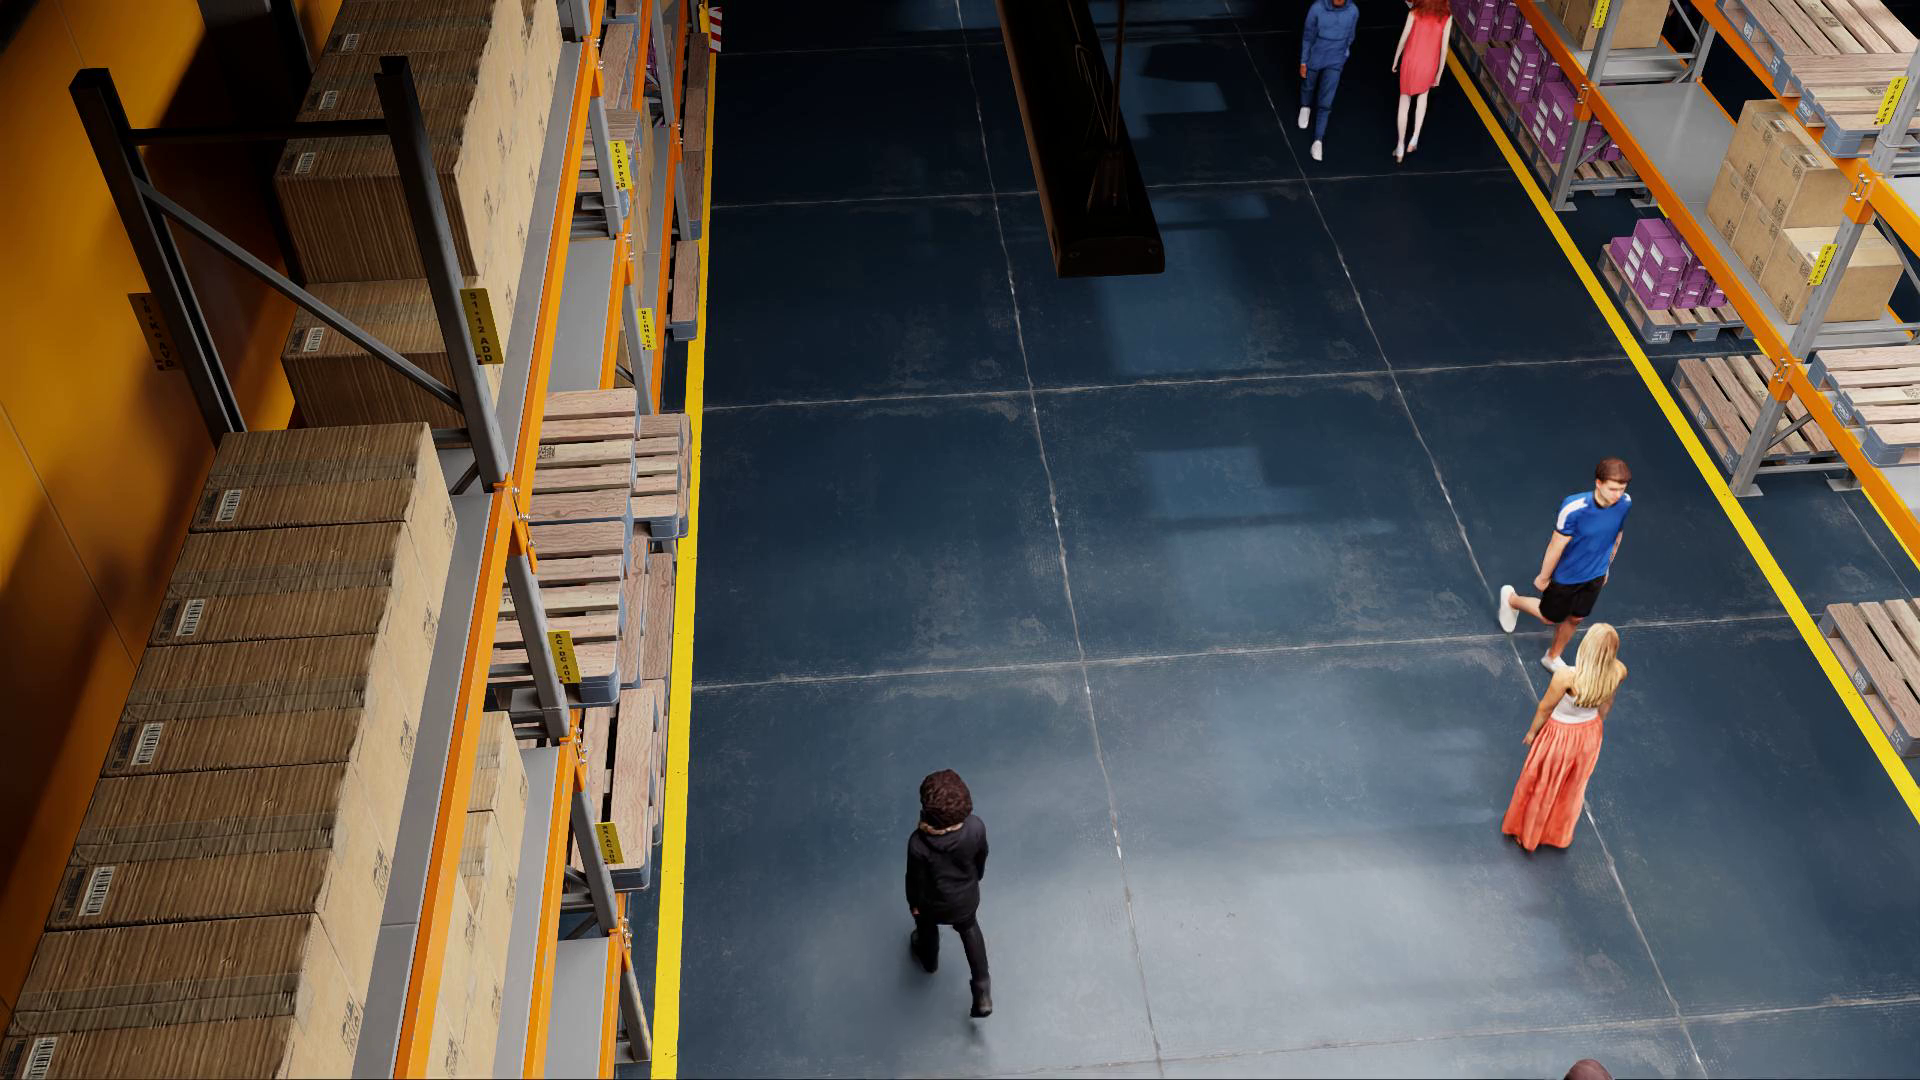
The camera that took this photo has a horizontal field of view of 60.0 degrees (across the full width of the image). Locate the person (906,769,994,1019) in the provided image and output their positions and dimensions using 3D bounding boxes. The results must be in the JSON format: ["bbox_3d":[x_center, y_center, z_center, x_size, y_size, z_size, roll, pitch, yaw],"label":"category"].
[{"bbox_3d":[-0.038,1.942,8.997,0.844,1.760,1.121,-17,46,-17],"label":"person"}]

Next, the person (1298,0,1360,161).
[{"bbox_3d":[3.459,-4.641,15.907,0.846,1.761,1.253,5,44,5],"label":"person"}]

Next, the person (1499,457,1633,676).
[{"bbox_3d":[3.969,0.128,10.838,0.808,1.848,1.064,-13,45,-13],"label":"person"}]

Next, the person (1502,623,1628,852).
[{"bbox_3d":[3.570,1.177,9.771,0.626,1.800,0.618,-7,44,-8],"label":"person"}]

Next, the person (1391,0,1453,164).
[{"bbox_3d":[4.295,-4.348,15.562,0.649,1.812,0.658,4,44,4],"label":"person"}]
